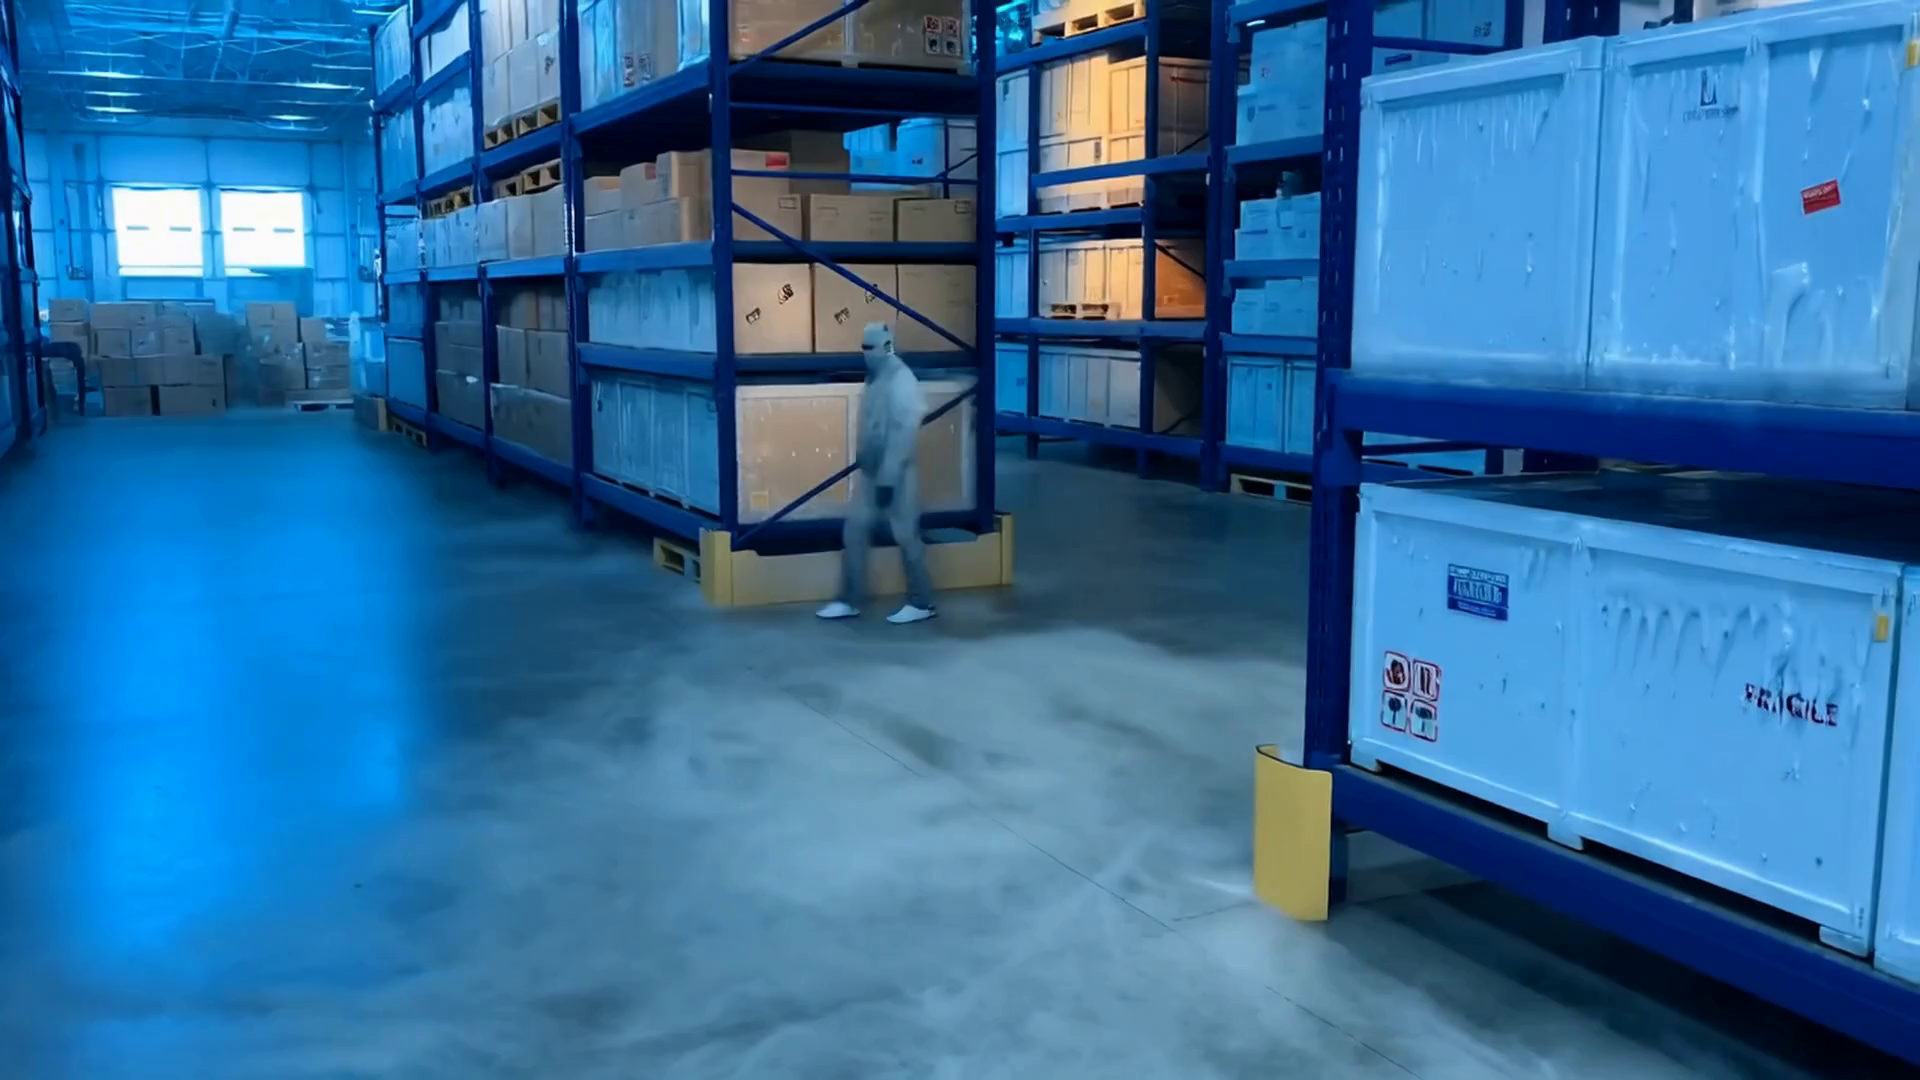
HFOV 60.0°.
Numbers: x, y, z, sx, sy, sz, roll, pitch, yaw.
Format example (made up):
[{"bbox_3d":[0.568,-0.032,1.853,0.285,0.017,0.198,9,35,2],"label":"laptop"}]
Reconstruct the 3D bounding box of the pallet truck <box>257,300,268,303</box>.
[{"bbox_3d":[-23.913,-7.404,58.171,1.885,1.965,0.823,-1,8,-9],"label":"pallet truck"}]

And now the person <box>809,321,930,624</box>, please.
[{"bbox_3d":[-0.555,-0.395,10.234,0.854,1.873,0.670,-4,9,-24],"label":"person"}]

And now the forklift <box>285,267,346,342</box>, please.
[{"bbox_3d":[-16.872,-5.598,42.692,1.129,2.768,1.873,7,11,39],"label":"forklift"}]

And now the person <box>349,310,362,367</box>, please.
[{"bbox_3d":[-18.010,-6.005,49.552,0.317,1.695,0.540,-7,11,-41],"label":"person"}]

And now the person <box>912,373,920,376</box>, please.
[{"bbox_3d":[-0.596,-1.068,15.552,0.576,1.687,0.330,5,10,33],"label":"person"}]
